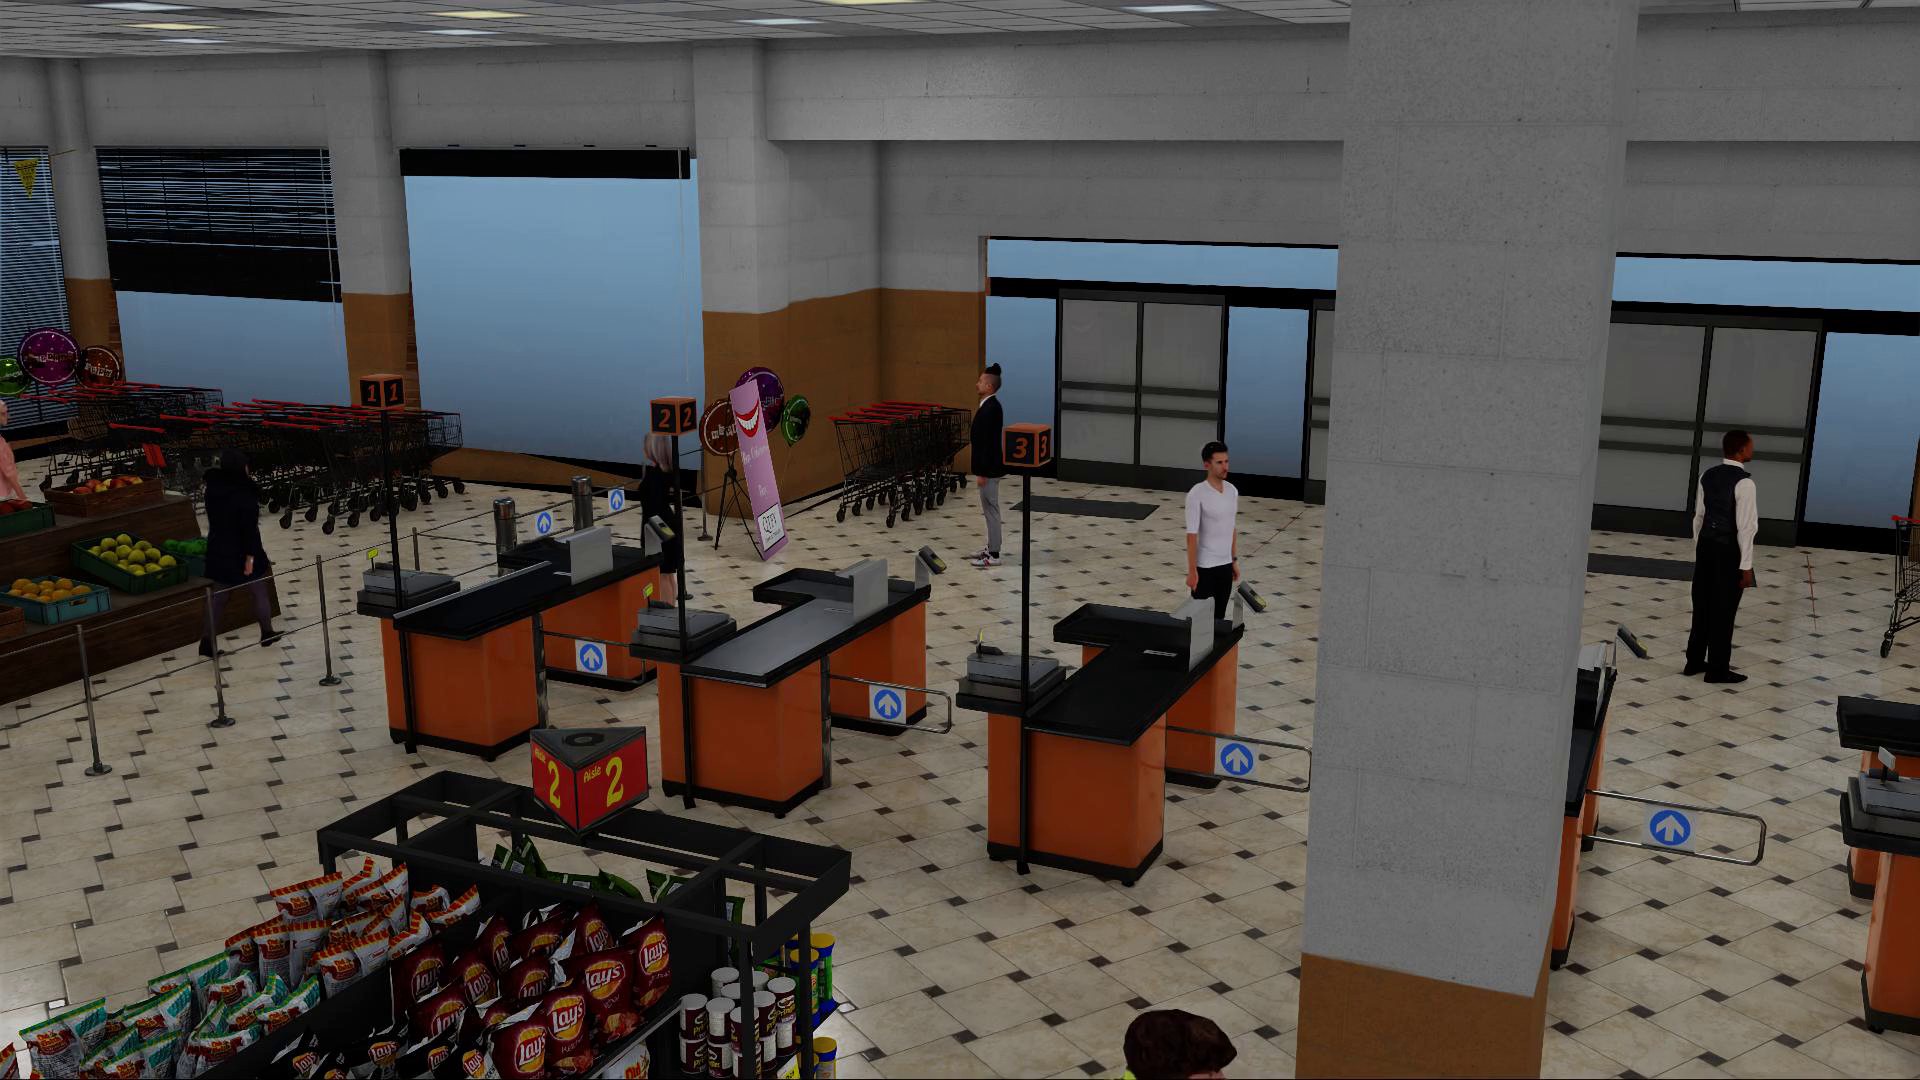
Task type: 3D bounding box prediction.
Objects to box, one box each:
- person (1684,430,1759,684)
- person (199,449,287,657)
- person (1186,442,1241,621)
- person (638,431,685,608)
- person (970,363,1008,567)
[{"bbox_3d":[5.755,0.113,12.564,0.832,1.918,0.766,-5,14,-18],"label":"person"},{"bbox_3d":[-5.760,0.138,13.042,0.725,1.644,1.055,5,14,19],"label":"person"},{"bbox_3d":[1.881,0.174,12.458,0.663,1.851,0.809,-10,17,-37],"label":"person"},{"bbox_3d":[-2.448,-0.036,13.544,0.748,1.746,0.632,0,14,2],"label":"person"},{"bbox_3d":[0.285,-0.732,15.981,0.846,1.950,0.692,0,14,2],"label":"person"}]
